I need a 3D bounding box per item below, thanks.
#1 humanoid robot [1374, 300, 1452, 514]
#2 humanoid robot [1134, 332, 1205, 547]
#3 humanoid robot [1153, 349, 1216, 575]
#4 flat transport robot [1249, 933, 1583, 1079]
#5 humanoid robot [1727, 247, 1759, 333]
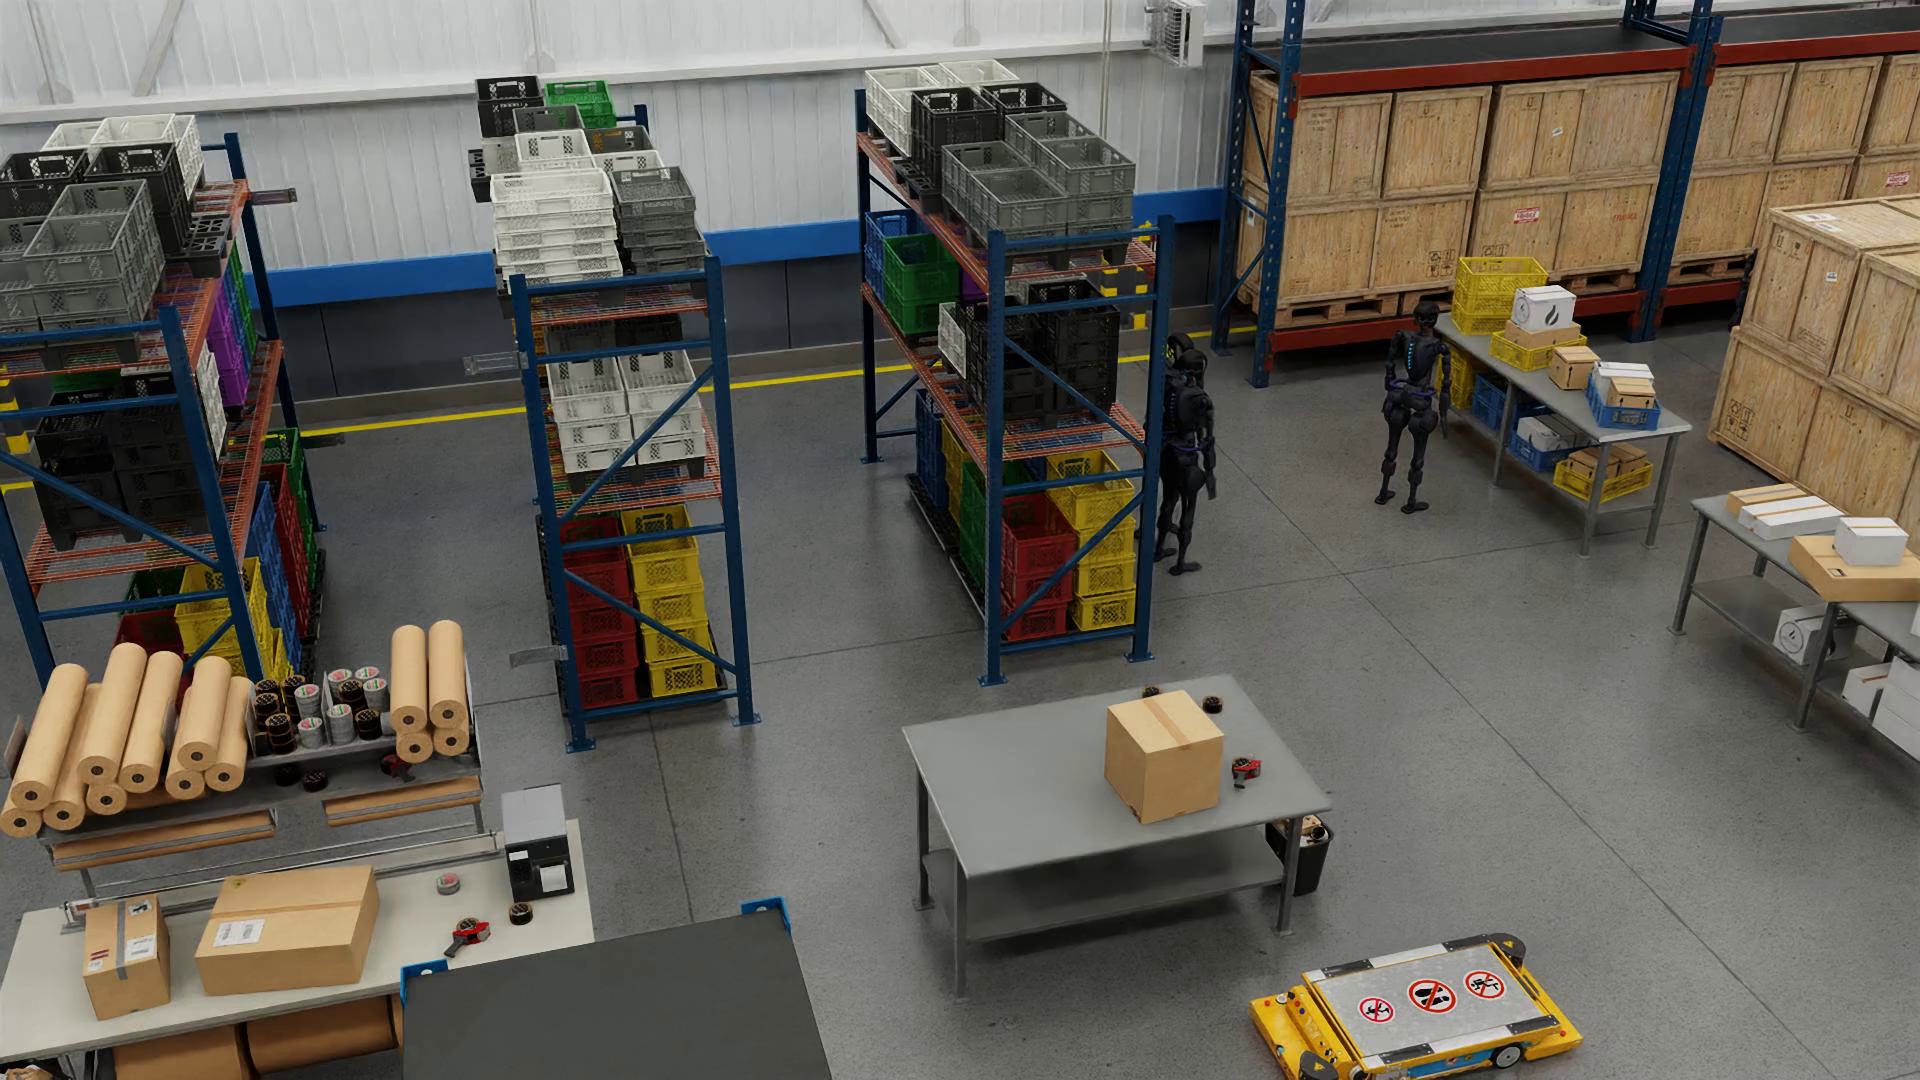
[{"bbox_3d":[3.423,-1.018,12.538,0.327,1.657,0.589,-25,38,-38],"label":"humanoid robot"},{"bbox_3d":[1.522,-0.740,12.043,0.574,1.647,0.351,-21,35,-33],"label":"humanoid robot"},{"bbox_3d":[1.581,-0.564,11.713,0.309,1.656,0.600,-15,32,-25],"label":"humanoid robot"},{"bbox_3d":[2.184,2.282,7.980,1.431,0.197,0.652,-8,30,-14],"label":"flat transport robot"},{"bbox_3d":[6.924,-1.967,14.267,0.601,1.652,0.328,3,29,5],"label":"humanoid robot"}]
